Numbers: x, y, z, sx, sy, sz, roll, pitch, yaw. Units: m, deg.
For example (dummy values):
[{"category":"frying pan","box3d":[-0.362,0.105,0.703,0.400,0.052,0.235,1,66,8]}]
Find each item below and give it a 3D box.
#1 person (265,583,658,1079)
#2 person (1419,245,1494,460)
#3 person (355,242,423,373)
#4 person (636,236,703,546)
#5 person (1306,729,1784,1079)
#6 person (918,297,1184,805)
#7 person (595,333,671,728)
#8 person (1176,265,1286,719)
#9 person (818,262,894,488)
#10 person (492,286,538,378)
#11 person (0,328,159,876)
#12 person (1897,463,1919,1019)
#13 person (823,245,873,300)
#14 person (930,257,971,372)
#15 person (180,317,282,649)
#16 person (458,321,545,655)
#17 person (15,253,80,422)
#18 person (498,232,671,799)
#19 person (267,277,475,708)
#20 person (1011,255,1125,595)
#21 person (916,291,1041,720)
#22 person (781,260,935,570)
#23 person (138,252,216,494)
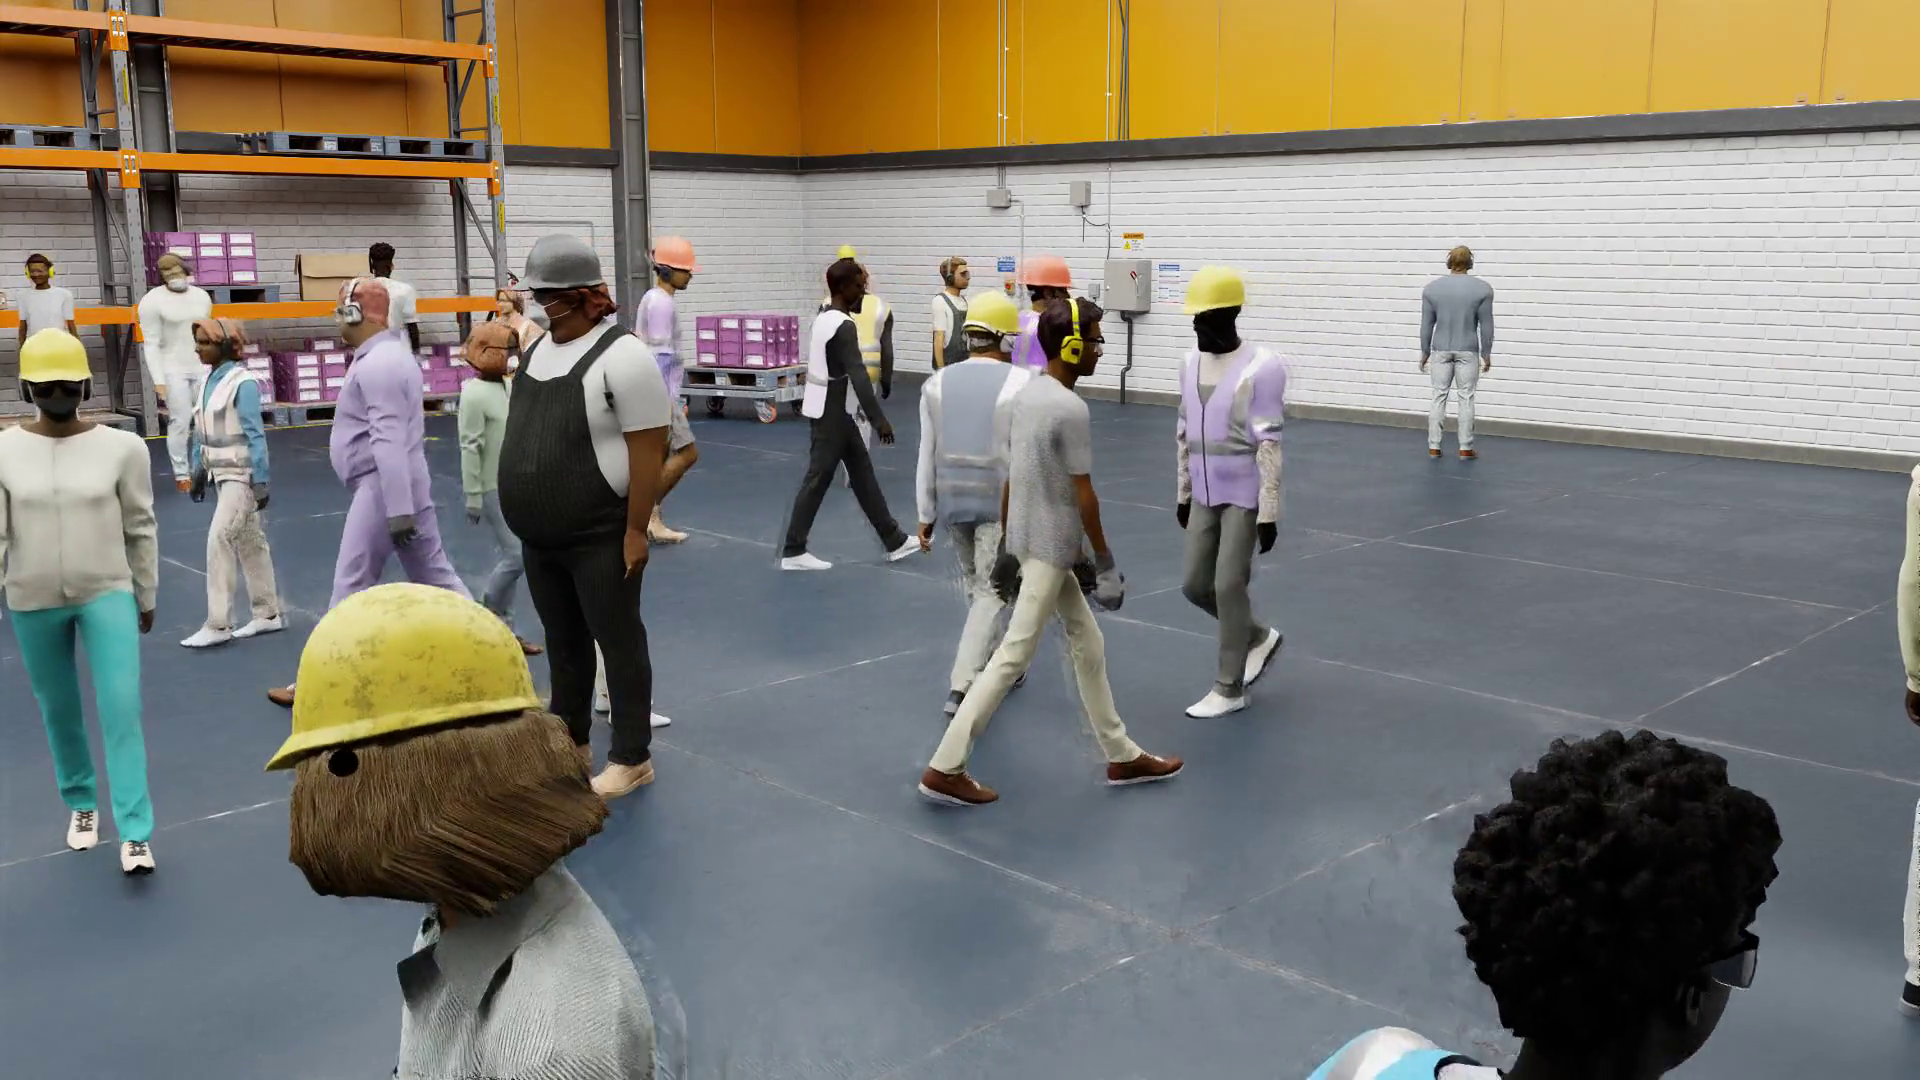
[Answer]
[{"category":"person","box3d":[-0.388,0.884,1.635,0.477,1.697,0.522,-4,11,-23]},{"category":"person","box3d":[4.485,-1.686,15.039,0.651,1.935,0.384,4,11,23]},{"category":"person","box3d":[-5.178,-1.696,15.014,0.650,1.964,0.447,0,10,0]},{"category":"person","box3d":[-1.876,-0.933,10.704,0.471,2.016,0.704,-3,11,-15]},{"category":"person","box3d":[0.379,0.965,1.299,0.763,1.667,0.534,-6,12,-28]},{"category":"person","box3d":[0.311,0.052,5.905,1.018,1.819,0.488,-2,11,-13]},{"category":"person","box3d":[-1.405,-0.045,6.881,0.310,1.642,0.514,-4,11,-21]},{"category":"person","box3d":[1.153,-0.203,7.017,0.589,1.902,0.625,-7,13,-35]},{"category":"person","box3d":[-0.864,-1.339,13.464,0.628,1.813,0.833,-3,11,-16]},{"category":"person","box3d":[-3.738,-1.308,13.862,0.540,1.589,0.871,5,12,26]},{"category":"person","box3d":[-2.805,0.212,5.244,0.533,1.731,0.864,-5,11,-25]},{"category":"person","box3d":[2.651,0.362,4.149,0.403,1.828,0.593,-6,12,-28]},{"category":"person","box3d":[-1.337,-2.561,19.877,0.601,1.907,0.442,-3,11,-15]},{"category":"person","box3d":[-0.051,-1.391,13.662,0.342,1.846,0.509,5,12,25]},{"category":"person","box3d":[-3.683,-0.276,8.180,0.541,1.614,0.674,10,14,44]},{"category":"person","box3d":[-2.157,-0.228,7.931,0.335,1.620,0.512,2,11,8]},{"category":"person","box3d":[-8.325,-1.678,15.203,0.512,1.860,0.318,-2,11,-10]},{"category":"person","box3d":[-1.400,-0.085,6.006,0.688,2.000,0.536,8,13,37]},{"category":"person","box3d":[-2.461,-0.201,7.193,1.018,1.851,0.657,-2,11,-11]},{"category":"person","box3d":[0.558,-0.624,9.302,0.860,1.904,0.577,-3,11,-14]},{"category":"person","box3d":[0.084,-0.137,6.995,0.600,1.801,0.856,7,12,32]},{"category":"person","box3d":[-0.639,-0.743,10.069,1.001,1.867,0.590,-2,11,-10]},{"category":"person","box3d":[-6.084,-1.295,13.010,0.483,1.895,0.685,5,12,26]}]
